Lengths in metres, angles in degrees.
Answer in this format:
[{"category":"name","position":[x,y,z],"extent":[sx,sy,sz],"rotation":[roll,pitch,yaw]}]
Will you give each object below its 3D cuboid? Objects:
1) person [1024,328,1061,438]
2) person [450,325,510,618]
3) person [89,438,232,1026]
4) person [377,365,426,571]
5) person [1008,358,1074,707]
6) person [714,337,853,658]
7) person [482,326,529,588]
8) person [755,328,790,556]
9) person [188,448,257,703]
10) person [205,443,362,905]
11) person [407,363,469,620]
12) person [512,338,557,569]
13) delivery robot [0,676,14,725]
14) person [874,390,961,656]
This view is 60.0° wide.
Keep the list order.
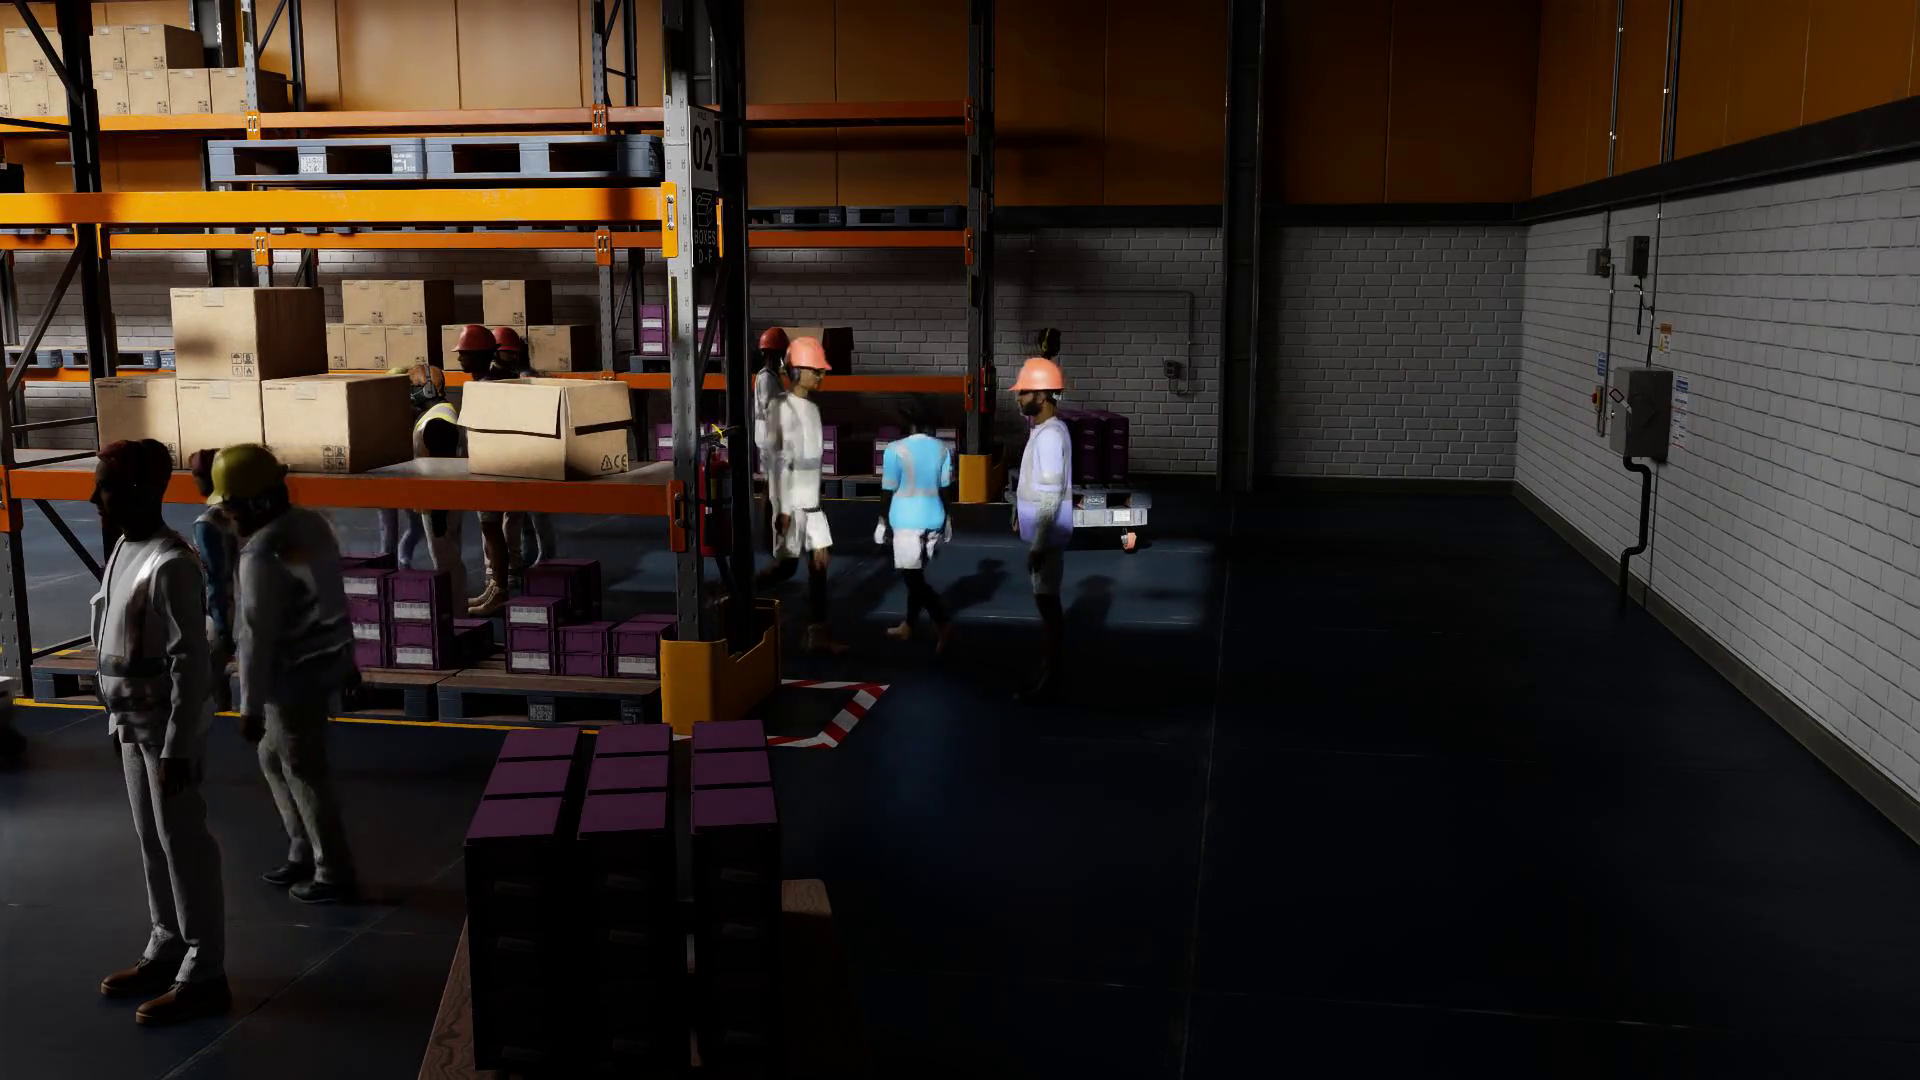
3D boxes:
[{"category":"person","position":[0.798,-1.213,16.801],"extent":[0.438,1.850,0.547],"rotation":[1,9,7]},{"category":"person","position":[-3.341,-0.479,11.650],"extent":[0.370,2.044,0.608],"rotation":[-3,10,-17]},{"category":"person","position":[-2.610,0.610,5.390],"extent":[0.355,1.883,0.575],"rotation":[-9,13,-44]},{"category":"person","position":[-4.173,-0.437,12.323],"extent":[0.554,1.733,0.594],"rotation":[-7,12,-38]},{"category":"person","position":[0.444,-0.040,9.256],"extent":[0.372,1.936,0.548],"rotation":[1,9,4]},{"category":"person","position":[-1.101,-0.264,10.429],"extent":[0.837,2.017,0.636],"rotation":[4,10,21]},{"category":"person","position":[-3.482,-0.639,12.791],"extent":[0.387,1.992,0.626],"rotation":[3,10,19]},{"category":"person","position":[-1.572,-0.835,14.183],"extent":[0.356,1.939,0.543],"rotation":[-1,9,-6]},{"category":"person","position":[-3.467,0.362,7.832],"extent":[0.872,1.590,0.528],"rotation":[2,9,9]},{"category":"person","position":[-2.549,0.523,6.232],"extent":[0.570,1.788,0.642],"rotation":[0,9,1]},{"category":"person","position":[-3.356,-0.214,10.677],"extent":[0.430,1.835,0.621],"rotation":[-4,10,-21]},{"category":"person","position":[-3.460,-0.649,13.101],"extent":[0.589,1.911,0.649],"rotation":[-2,9,-10]},{"category":"delivery robot","position":[-5.027,0.780,8.152],"extent":[0.707,0.478,0.477],"rotation":[2,9,13]},{"category":"person","position":[-0.237,-0.111,10.524],"extent":[0.781,1.672,0.530],"rotation":[8,12,42]}]
